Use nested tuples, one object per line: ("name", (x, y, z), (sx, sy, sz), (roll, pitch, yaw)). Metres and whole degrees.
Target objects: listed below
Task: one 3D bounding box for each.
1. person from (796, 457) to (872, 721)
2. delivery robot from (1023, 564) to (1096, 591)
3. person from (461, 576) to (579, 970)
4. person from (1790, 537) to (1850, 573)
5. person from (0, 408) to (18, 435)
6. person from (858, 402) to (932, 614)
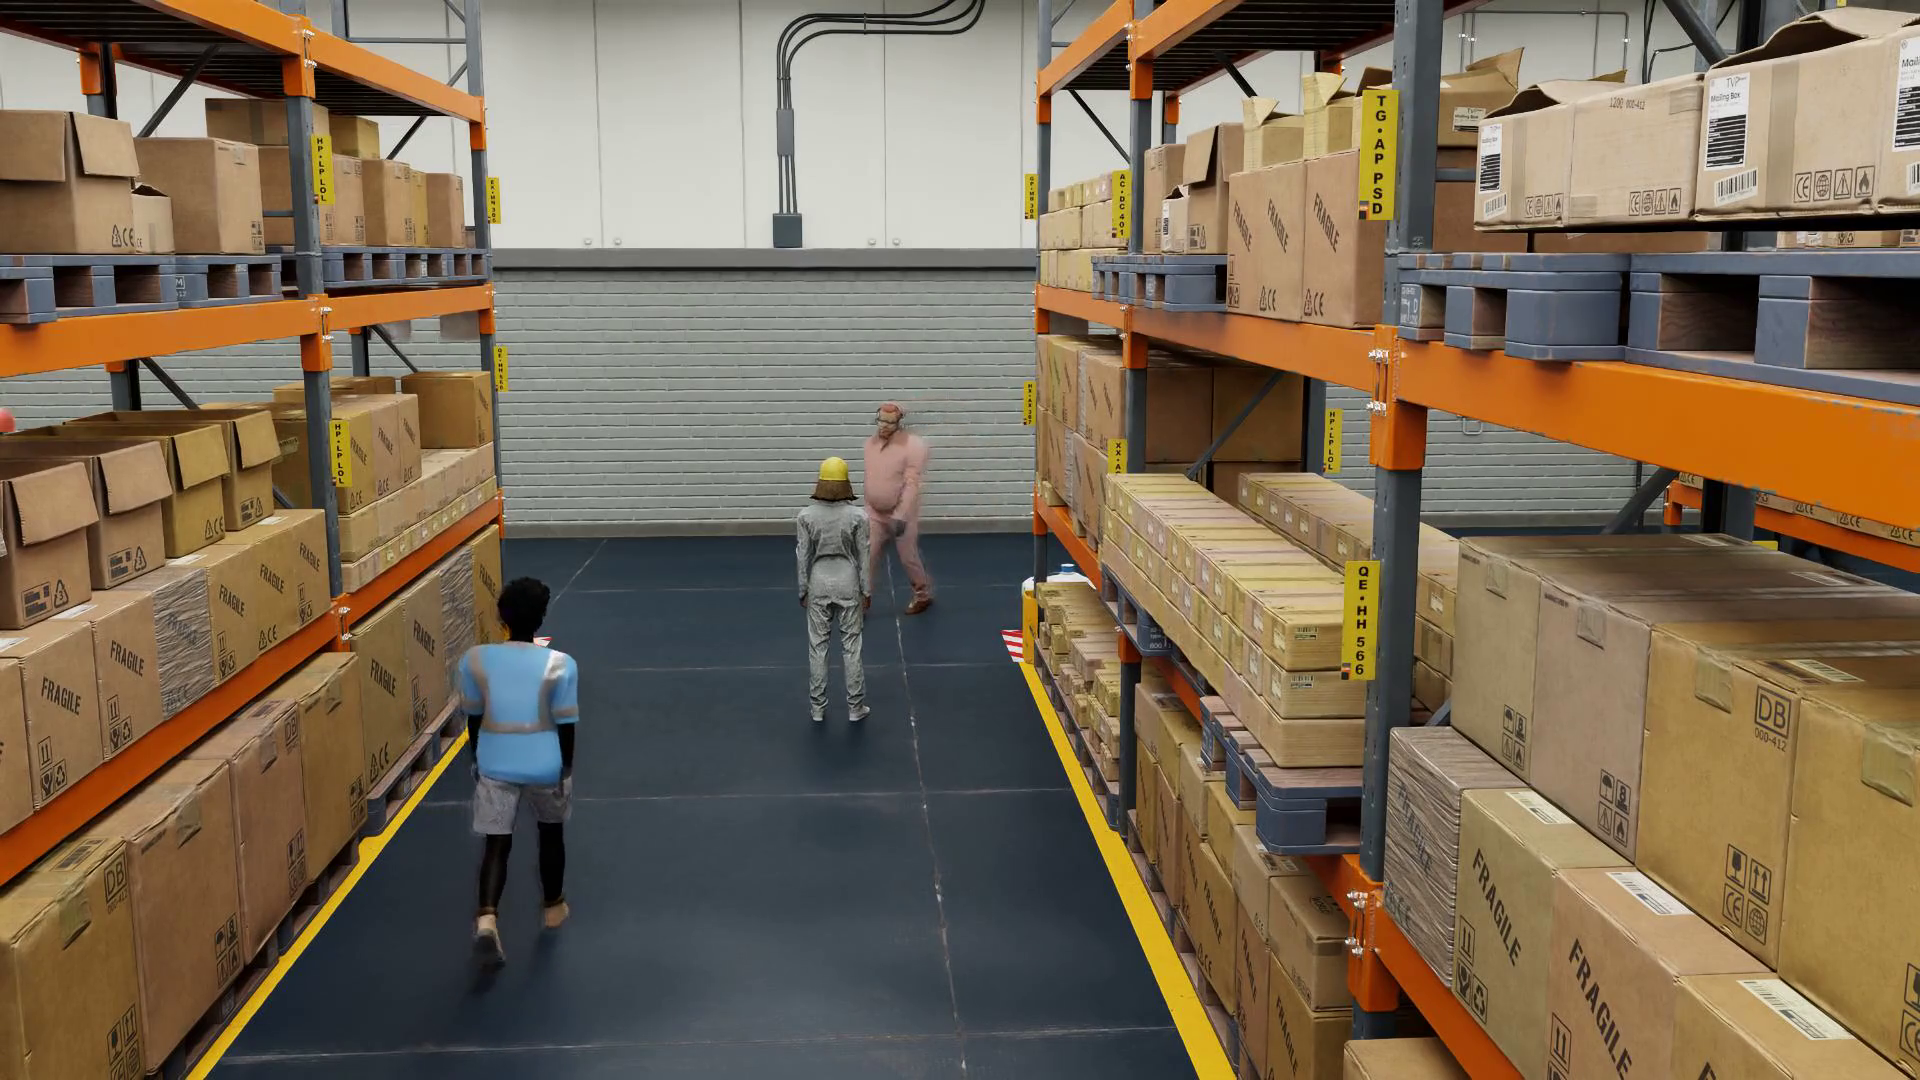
("person", (-0.819, 0.322, 10.925), (0.493, 1.741, 0.316), (1, 10, 3))
("delivery robot", (0.872, 0.437, 13.465), (0.707, 0.478, 0.477), (3, 10, 17))
("person", (-1.910, 0.993, 7.203), (0.524, 1.664, 0.772), (0, 10, -2))
("person", (6.986, -0.172, 13.543), (0.704, 1.854, 0.940), (-7, 12, -38))
("person", (-6.818, 0.029, 11.961), (0.660, 1.964, 0.819), (0, 10, -3))
("person", (-0.556, -0.231, 13.890), (0.654, 1.860, 0.958), (6, 11, 30))
